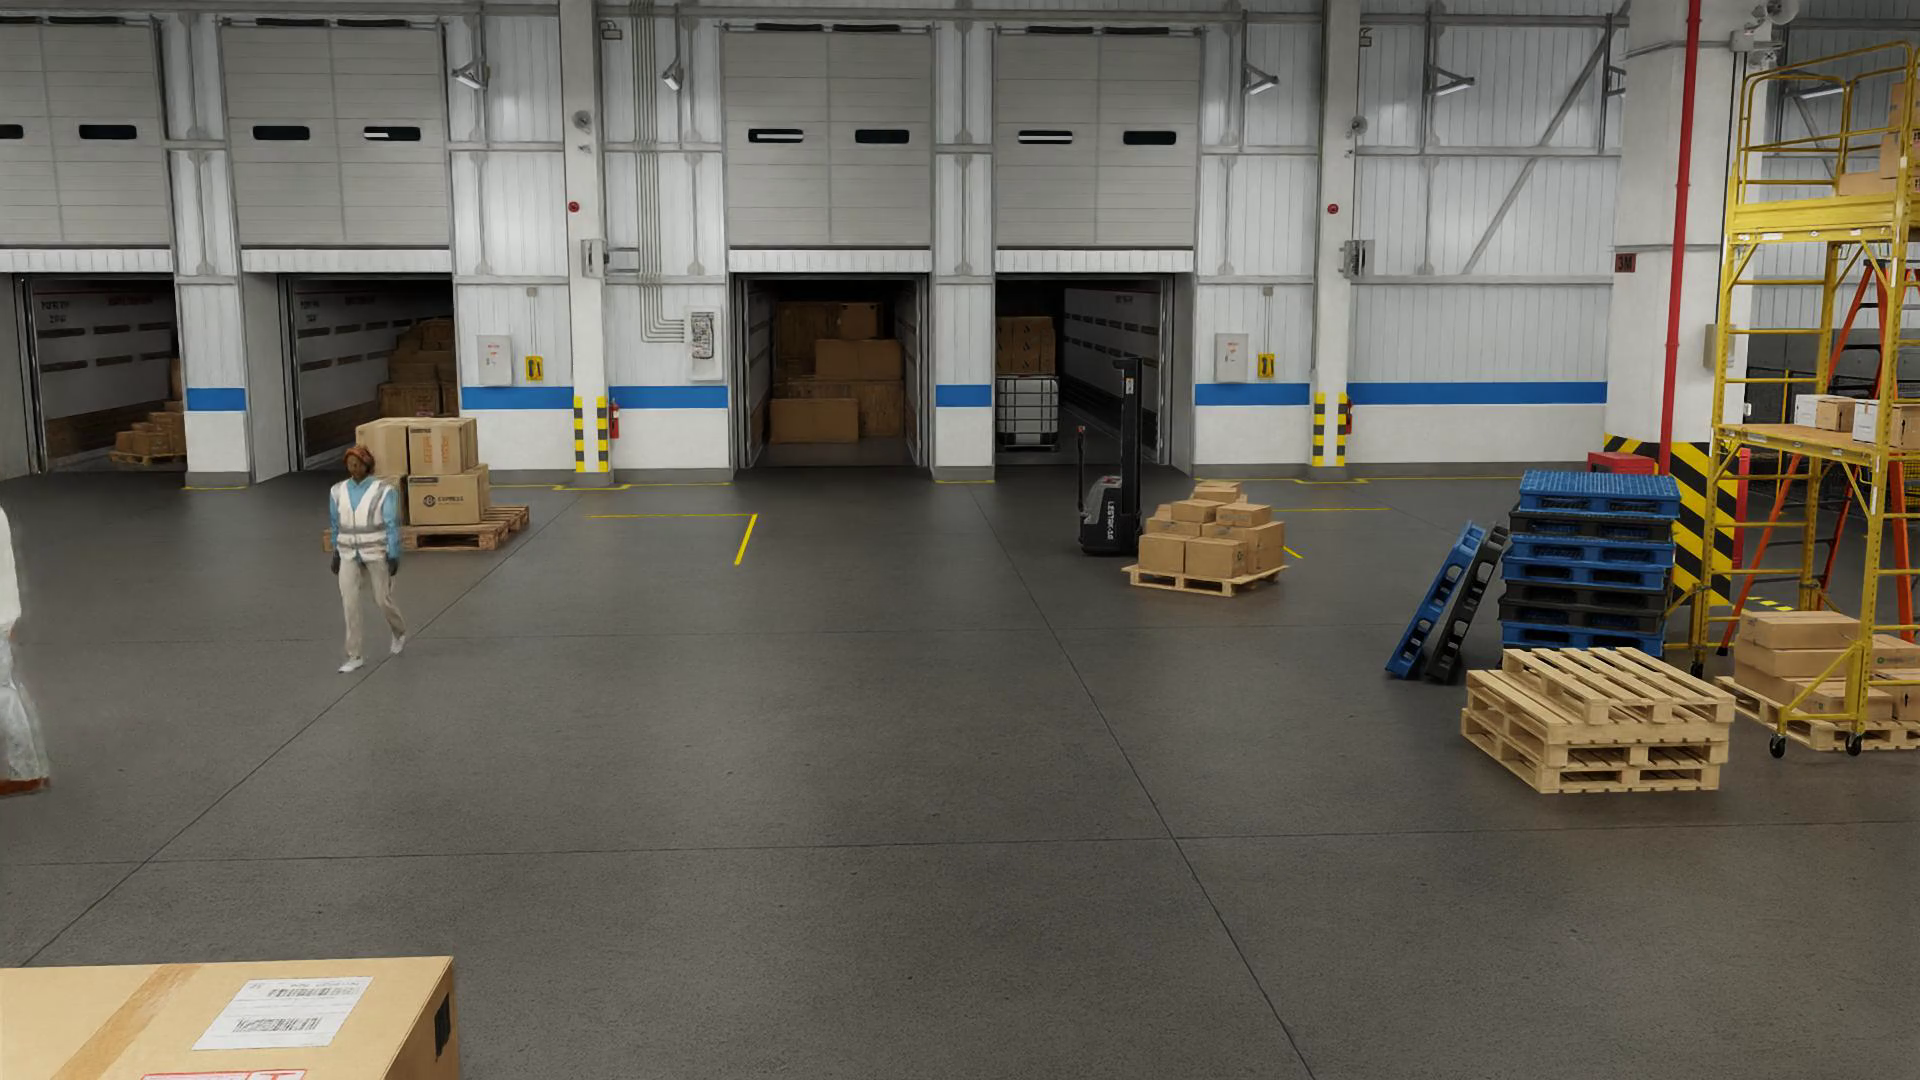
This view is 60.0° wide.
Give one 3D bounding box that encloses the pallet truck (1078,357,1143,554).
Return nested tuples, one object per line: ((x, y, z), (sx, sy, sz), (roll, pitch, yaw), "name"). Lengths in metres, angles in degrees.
((2.088, -0.836, 16.757), (1.885, 1.965, 0.823), (2, 9, 13), "pallet truck")

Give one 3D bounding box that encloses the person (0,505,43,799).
((-5.353, 0.464, 8.868), (0.790, 1.909, 0.657), (-3, 10, -18), "person")

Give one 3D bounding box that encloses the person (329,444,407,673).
((-4.273, 0.112, 12.009), (0.528, 1.616, 0.682), (1, 9, 7), "person")
